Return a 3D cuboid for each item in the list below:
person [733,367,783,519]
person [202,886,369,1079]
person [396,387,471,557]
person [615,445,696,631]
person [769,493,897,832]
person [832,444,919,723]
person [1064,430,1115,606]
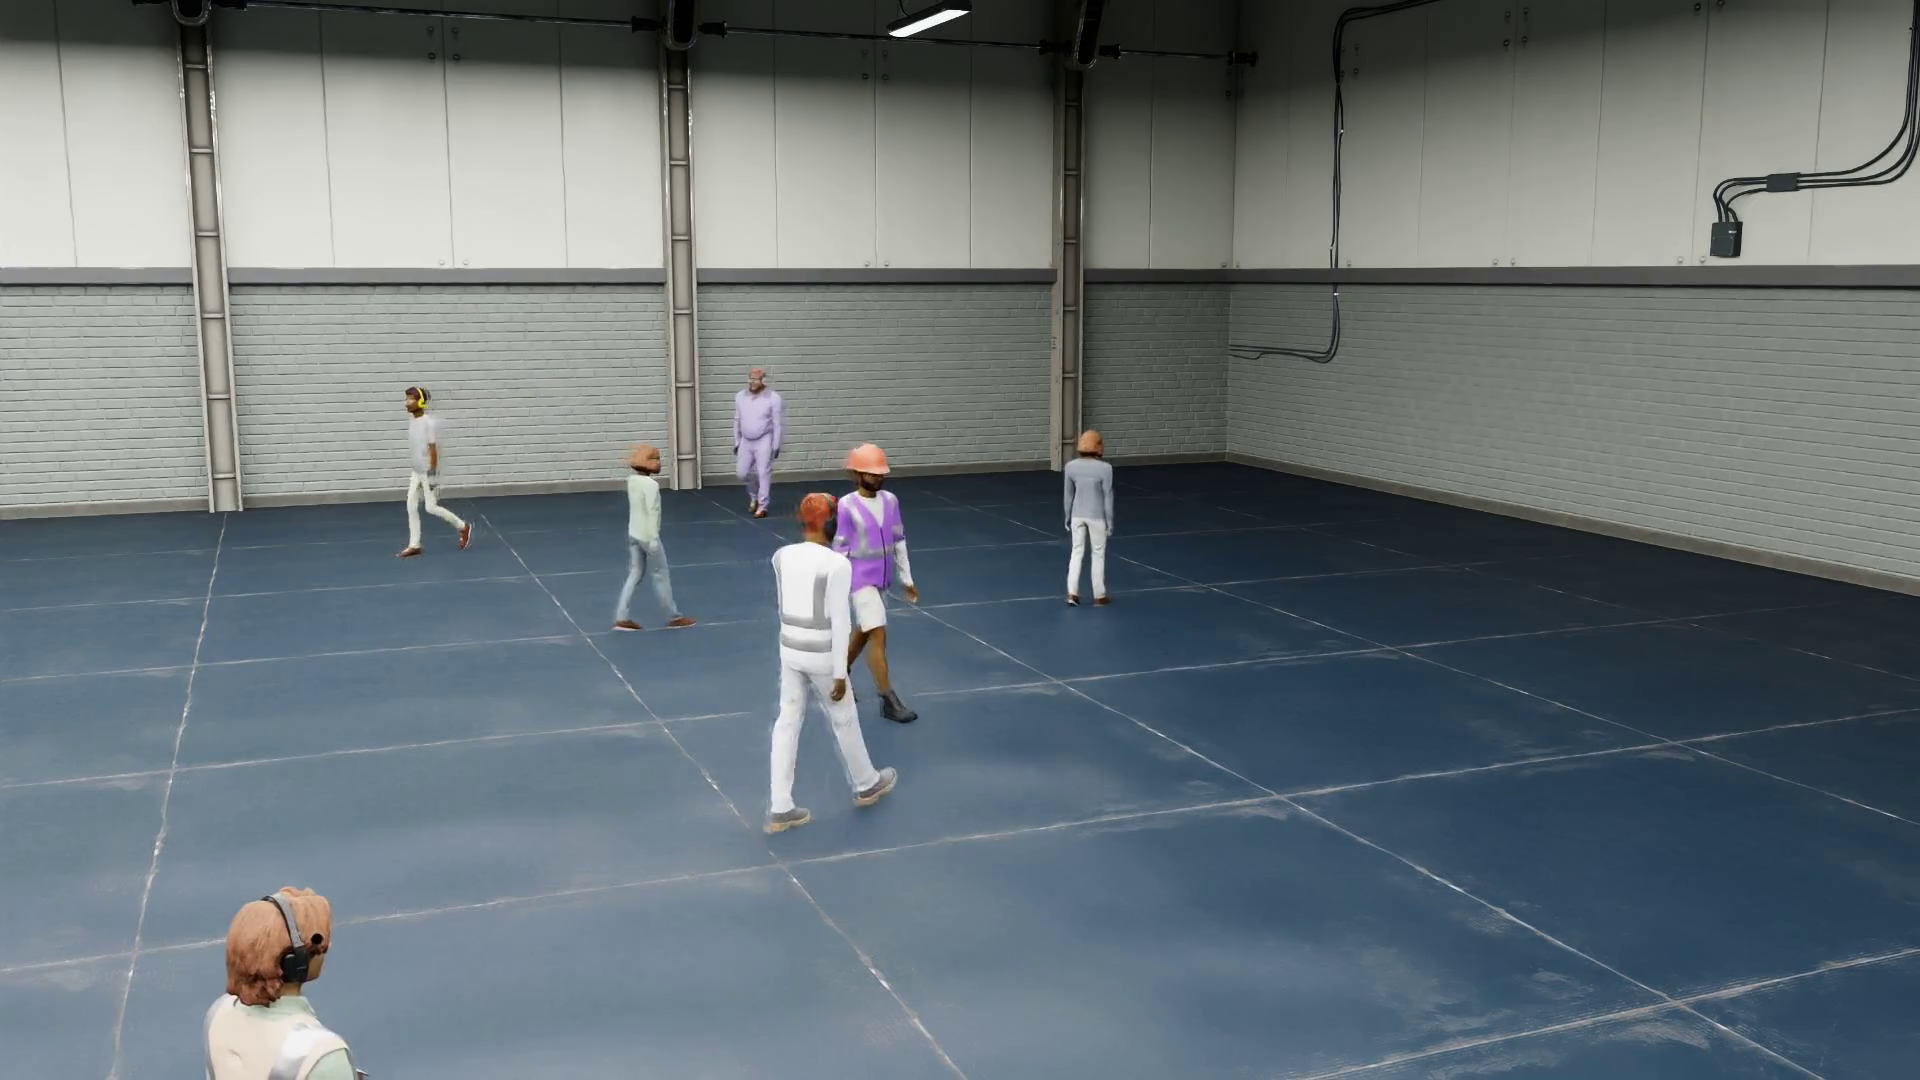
[{"bbox_3d":[-2.545,-1.214,20.789,0.674,1.892,0.425,3,10,19],"label":"person"},{"bbox_3d":[-1.549,1.610,3.860,0.515,1.641,0.314,6,11,35],"label":"person"},{"bbox_3d":[-5.750,-0.744,18.041,0.513,1.846,0.748,8,12,40],"label":"person"},{"bbox_3d":[-2.655,-0.017,14.189,0.632,1.613,0.519,-7,11,-37],"label":"person"},{"bbox_3d":[-0.752,0.647,9.271,0.598,1.833,0.956,7,11,36],"label":"person"},{"bbox_3d":[-0.647,0.268,11.518,0.976,1.899,0.561,8,12,41],"label":"person"},{"bbox_3d":[1.191,-0.196,15.259,0.499,1.641,0.325,6,11,31],"label":"person"}]
